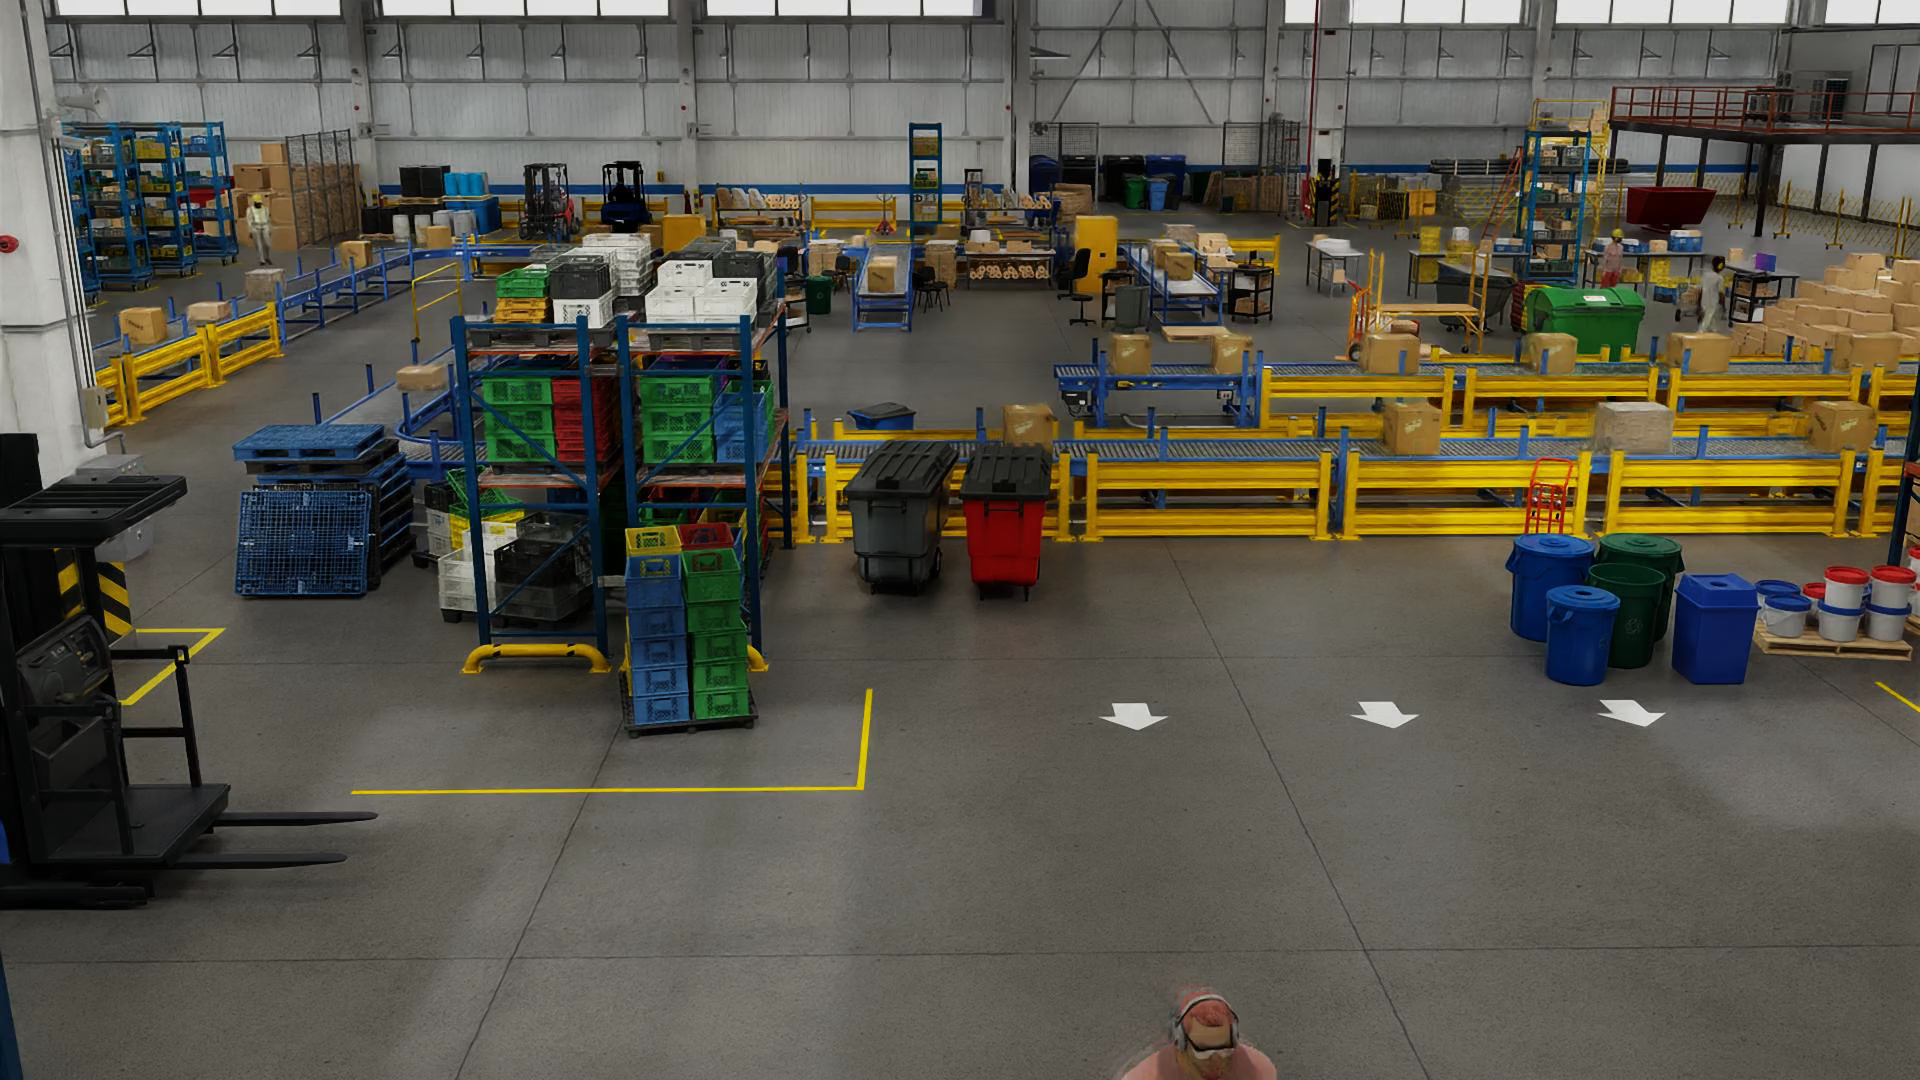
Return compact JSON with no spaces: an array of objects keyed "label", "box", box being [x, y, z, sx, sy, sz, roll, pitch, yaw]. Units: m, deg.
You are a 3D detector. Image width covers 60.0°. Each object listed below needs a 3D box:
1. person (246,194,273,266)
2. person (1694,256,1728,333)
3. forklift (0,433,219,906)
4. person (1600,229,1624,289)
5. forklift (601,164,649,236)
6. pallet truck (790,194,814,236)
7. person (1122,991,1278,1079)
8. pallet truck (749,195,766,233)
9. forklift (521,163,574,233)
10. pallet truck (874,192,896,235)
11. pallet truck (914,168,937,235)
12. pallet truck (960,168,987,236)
[{"label":"person","box":[-17.832,-7.887,42.391,0.598,1.816,0.482,-12,20,-36]},{"label":"person","box":[13.151,-4.030,28.971,0.981,1.813,0.556,-2,16,-8]},{"label":"forklift","box":[-5.952,0.780,10.366,1.873,2.768,1.129,0,16,-1]},{"label":"person","box":[13.473,-5.544,34.351,0.523,1.761,0.345,-8,18,-25]},{"label":"forklift","box":[-9.948,-10.127,49.296,1.157,1.987,2.680,-1,16,-3]},{"label":"pallet truck","box":[-4.814,-9.883,50.259,0.704,1.261,1.522,-1,16,-3]},{"label":"person","box":[0.866,2.509,6.192,0.661,1.854,1.017,-2,16,-8]},{"label":"pallet truck","box":[-6.051,-9.967,50.660,0.680,1.201,1.601,0,16,-1]},{"label":"forklift","box":[-12.233,-10.122,49.298,1.157,1.987,2.680,0,16,-1]},{"label":"pallet truck","box":[-2.277,-9.986,50.594,0.653,1.274,1.630,0,16,-1]},{"label":"pallet truck","box":[-0.989,-10.316,50.507,0.823,1.965,1.885,1,16,3]},{"label":"pallet truck","box":[0.383,-10.230,50.206,0.823,1.965,1.885,-1,16,-3]}]
